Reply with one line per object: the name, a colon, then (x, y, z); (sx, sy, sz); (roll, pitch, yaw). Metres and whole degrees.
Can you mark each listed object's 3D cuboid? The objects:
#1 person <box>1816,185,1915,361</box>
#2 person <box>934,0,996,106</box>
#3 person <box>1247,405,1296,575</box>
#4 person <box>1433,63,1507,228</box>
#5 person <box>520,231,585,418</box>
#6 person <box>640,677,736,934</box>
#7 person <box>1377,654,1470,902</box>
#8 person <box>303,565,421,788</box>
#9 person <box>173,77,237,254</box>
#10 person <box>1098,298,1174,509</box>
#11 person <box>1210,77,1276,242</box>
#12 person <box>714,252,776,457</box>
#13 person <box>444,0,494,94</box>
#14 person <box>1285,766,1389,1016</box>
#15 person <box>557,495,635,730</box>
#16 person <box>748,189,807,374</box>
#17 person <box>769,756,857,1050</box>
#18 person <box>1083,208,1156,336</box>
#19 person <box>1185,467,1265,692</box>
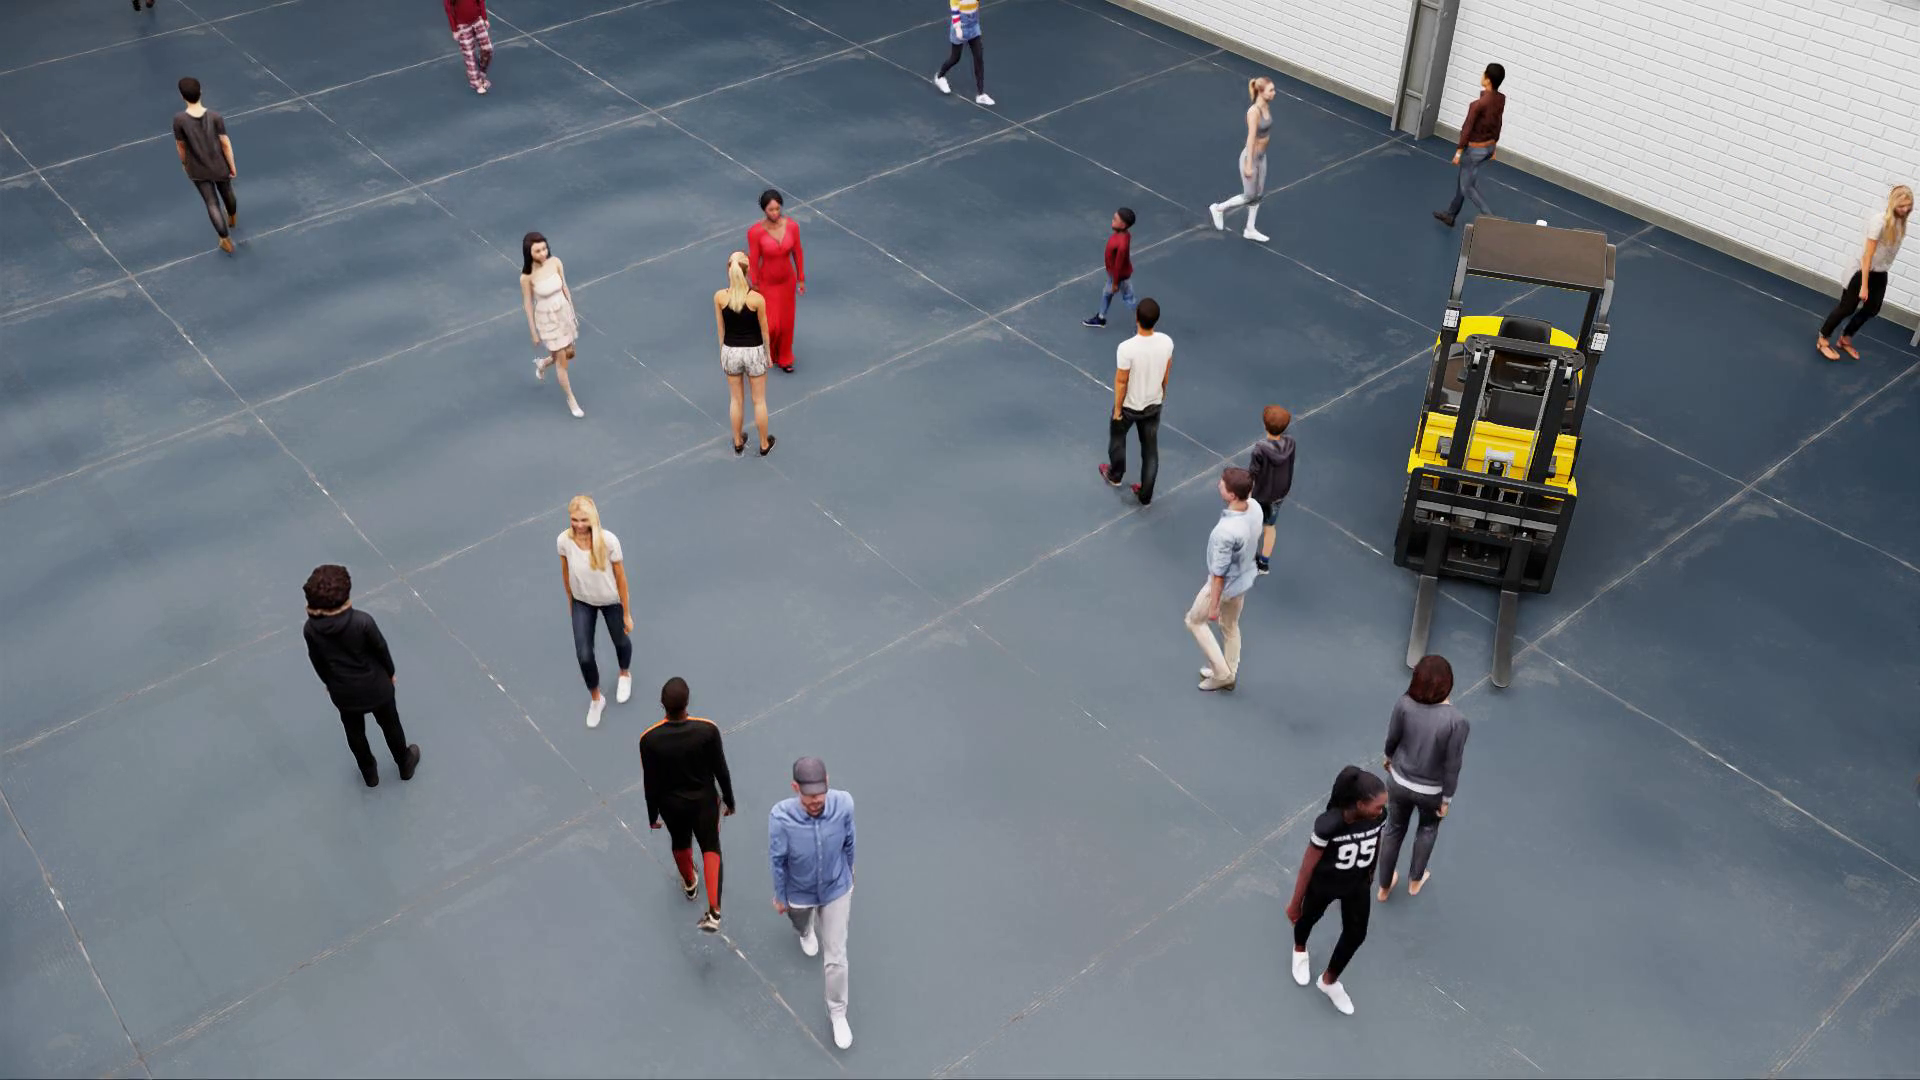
person: (7.888, -2.351, 14.561); (0.687, 1.786, 0.678); (-31, 48, -33)
person: (-0.011, -5.882, 18.994); (0.654, 1.771, 1.112); (-28, 46, -31)
person: (2.291, -0.331, 12.311); (0.617, 1.436, 0.634); (-14, 41, -17)
person: (5.160, -3.792, 16.388); (0.636, 1.756, 1.051); (-27, 46, -30)
person: (-3.459, -1.840, 13.976); (0.907, 1.717, 0.656); (30, 47, 32)
person: (-1.572, 1.580, 9.639); (0.946, 1.785, 1.111); (-10, 40, -13)
person: (2.696, 1.480, 9.803); (0.707, 1.736, 0.795); (28, 46, 30)
person: (-3.804, 0.878, 10.521); (0.729, 1.781, 0.758); (-7, 39, -9)
person: (-7.327, -3.617, 16.238); (0.793, 1.669, 1.114); (-18, 42, -21)
person: (1.432, -1.016, 12.897); (0.822, 1.785, 0.949); (-13, 40, -16)
person: (2.817, -3.748, 16.384); (0.932, 1.692, 0.737); (21, 43, 24)
person: (-1.750, -1.503, 13.453); (0.644, 1.843, 0.705); (3, 39, 4)
person: (-5.722, -6.016, 19.223); (0.649, 1.695, 0.572); (-27, 46, -30)
person: (2.085, 1.853, 9.339); (0.898, 1.733, 0.937); (-8, 39, -10)
person: (-2.395, 0.374, 11.144); (0.846, 1.791, 0.914); (0, 39, 0)
person: (-1.618, -2.269, 14.477); (0.669, 1.772, 0.751); (-18, 42, -21)
person: (-0.828, 1.856, 9.235); (1.019, 1.856, 1.273); (-8, 39, -10)
person: (1.521, -2.425, 15.092); (0.917, 1.238, 0.862); (2, 39, 3)
person: (1.893, 0.329, 11.167); (0.701, 1.833, 0.720); (26, 45, 28)
